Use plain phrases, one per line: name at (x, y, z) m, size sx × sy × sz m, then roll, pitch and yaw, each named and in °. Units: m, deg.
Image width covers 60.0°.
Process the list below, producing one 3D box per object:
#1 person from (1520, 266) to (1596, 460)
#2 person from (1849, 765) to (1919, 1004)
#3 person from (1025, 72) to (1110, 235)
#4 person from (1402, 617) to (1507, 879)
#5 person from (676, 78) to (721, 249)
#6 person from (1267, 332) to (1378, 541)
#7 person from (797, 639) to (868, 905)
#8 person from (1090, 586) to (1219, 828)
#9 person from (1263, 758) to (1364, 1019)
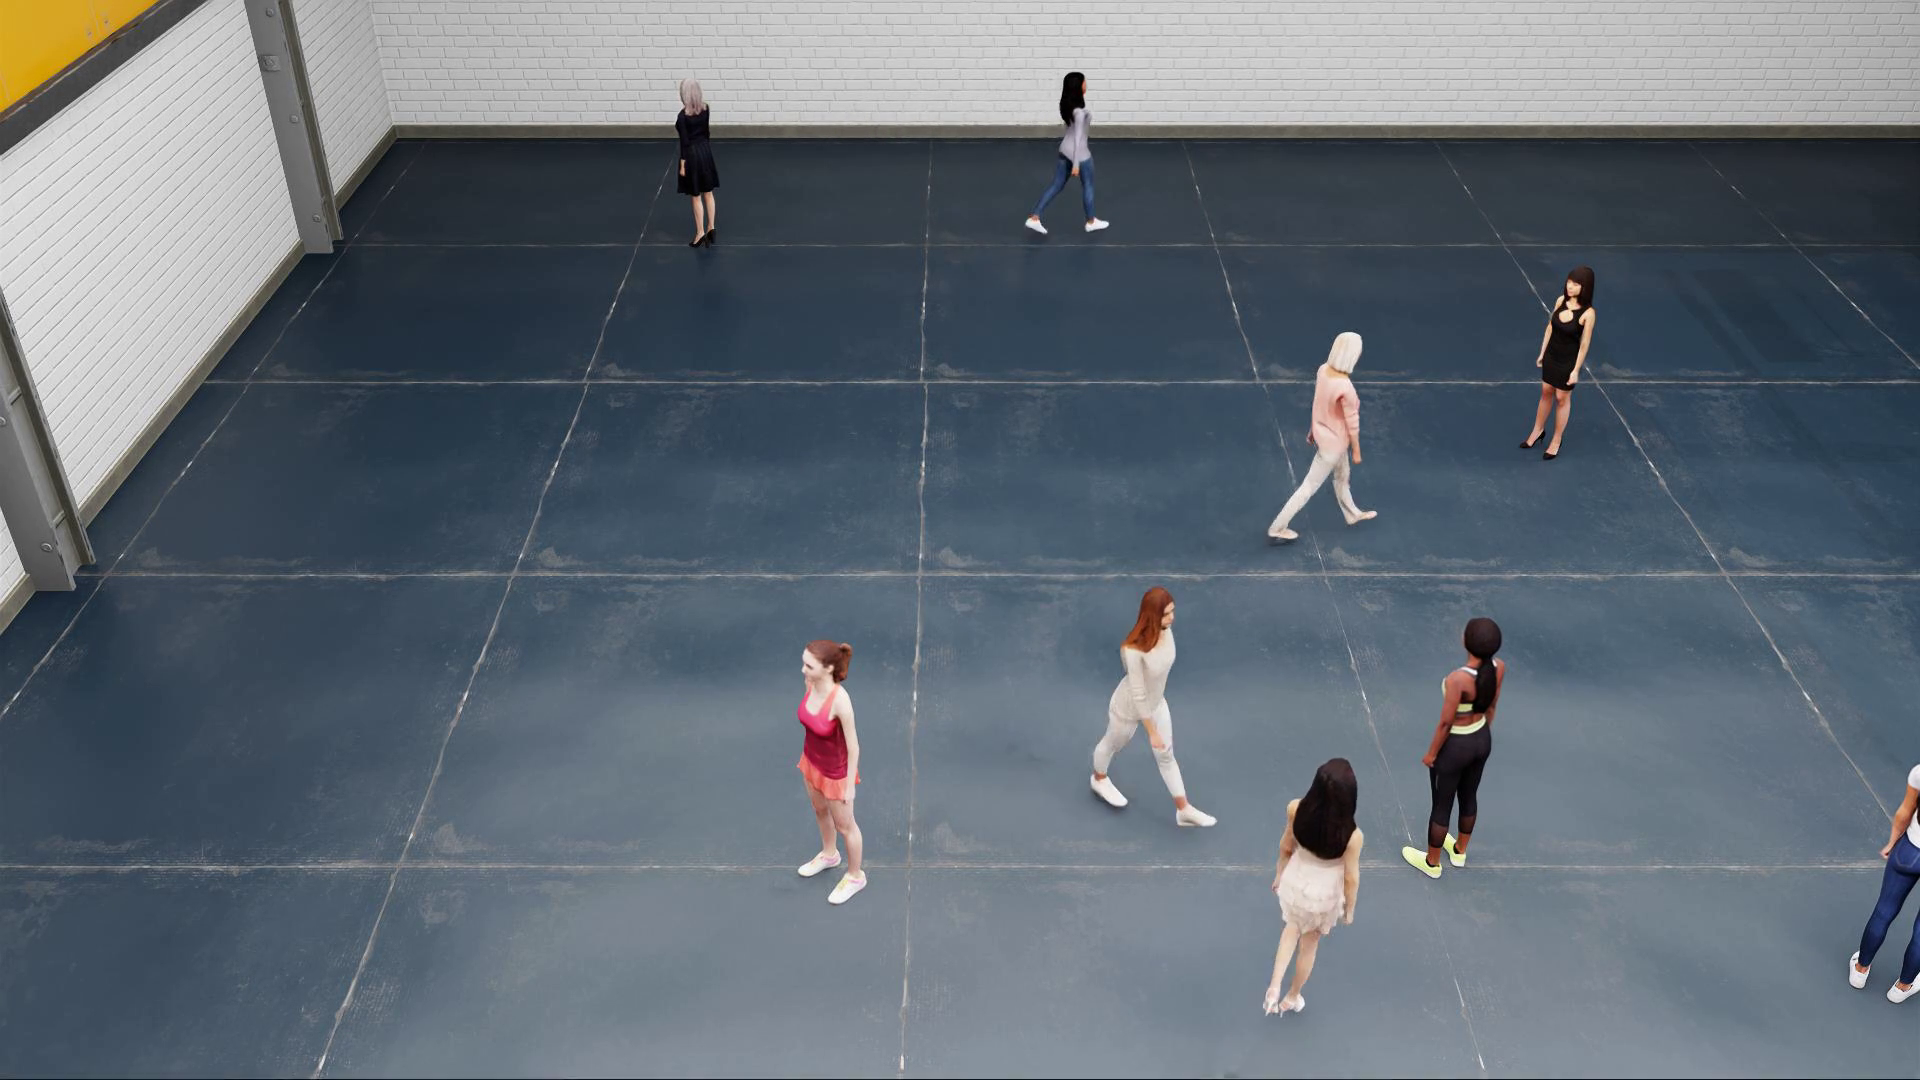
person at (4.829, -1.429, 13.314) m, size 0.680 × 1.650 × 0.574 m, roll -19°, pitch 38°, yaw -26°
person at (4.974, 1.669, 8.540) m, size 0.665 × 1.775 × 0.712 m, roll 26°, pitch 41°, yaw 33°
person at (1.059, -3.899, 16.986) m, size 0.968 × 1.699 × 1.172 m, roll -12°, pitch 35°, yaw -17°
person at (2.814, 1.168, 9.313) m, size 0.636 × 1.755 × 0.641 m, roll -15°, pitch 36°, yaw -21°
person at (-2.664, -3.816, 16.819) m, size 0.758 × 1.747 × 0.672 m, roll 21°, pitch 39°, yaw 28°
person at (2.644, -0.707, 12.205) m, size 0.907 × 1.675 × 1.166 m, roll -9°, pitch 35°, yaw -14°
person at (-0.718, 1.255, 9.185) m, size 0.709 × 1.751 × 0.637 m, roll -25°, pitch 41°, yaw -33°
person at (0.966, 0.949, 9.724) m, size 1.102 × 1.664 × 1.062 m, roll 27°, pitch 42°, yaw 34°
person at (1.716, 1.828, 8.346) m, size 0.756 × 1.725 × 0.817 m, roll 23°, pitch 40°, yaw 30°
